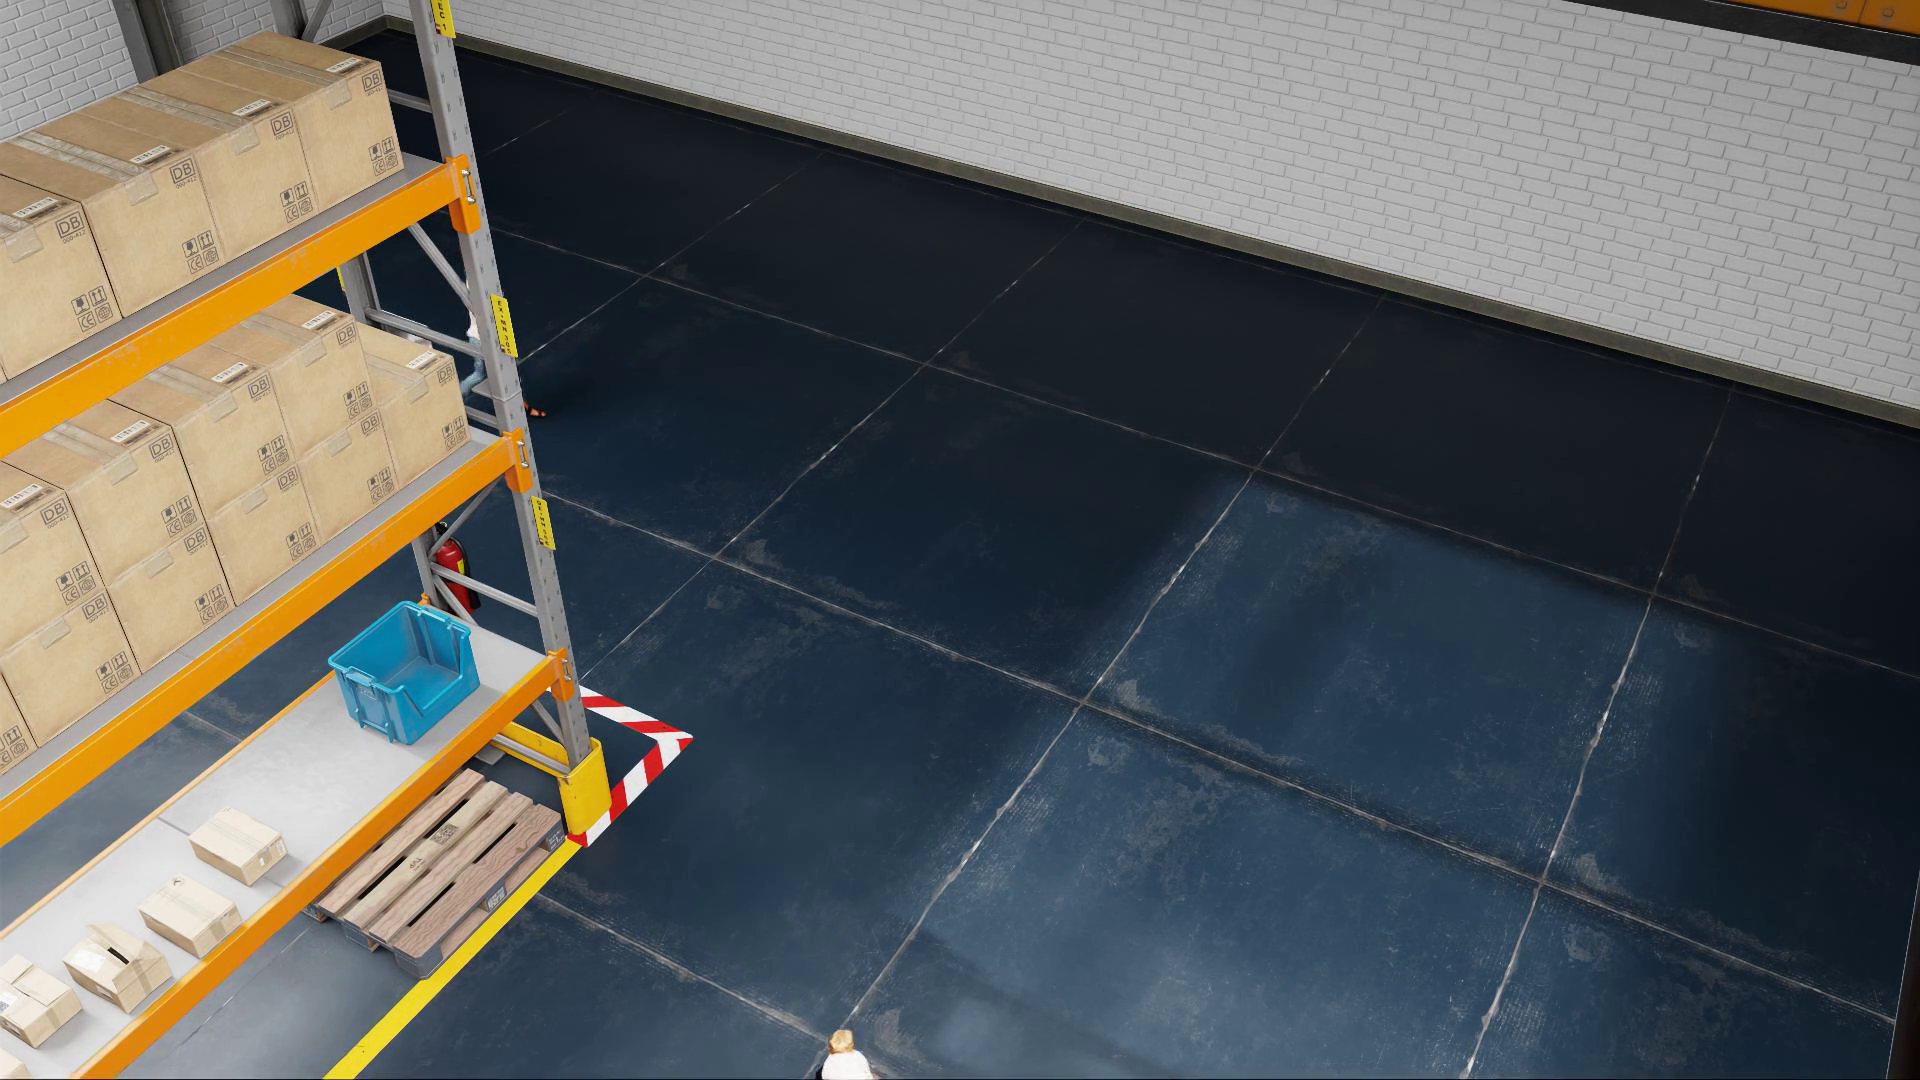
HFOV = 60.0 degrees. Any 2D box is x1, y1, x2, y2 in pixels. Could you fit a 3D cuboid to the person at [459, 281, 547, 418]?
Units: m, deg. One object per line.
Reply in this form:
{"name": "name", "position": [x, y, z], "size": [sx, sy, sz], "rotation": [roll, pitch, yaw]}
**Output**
{"name": "person", "position": [-3.746, -1.567, 12.872], "size": [1.092, 1.647, 1.084], "rotation": [-5, 39, -7]}
